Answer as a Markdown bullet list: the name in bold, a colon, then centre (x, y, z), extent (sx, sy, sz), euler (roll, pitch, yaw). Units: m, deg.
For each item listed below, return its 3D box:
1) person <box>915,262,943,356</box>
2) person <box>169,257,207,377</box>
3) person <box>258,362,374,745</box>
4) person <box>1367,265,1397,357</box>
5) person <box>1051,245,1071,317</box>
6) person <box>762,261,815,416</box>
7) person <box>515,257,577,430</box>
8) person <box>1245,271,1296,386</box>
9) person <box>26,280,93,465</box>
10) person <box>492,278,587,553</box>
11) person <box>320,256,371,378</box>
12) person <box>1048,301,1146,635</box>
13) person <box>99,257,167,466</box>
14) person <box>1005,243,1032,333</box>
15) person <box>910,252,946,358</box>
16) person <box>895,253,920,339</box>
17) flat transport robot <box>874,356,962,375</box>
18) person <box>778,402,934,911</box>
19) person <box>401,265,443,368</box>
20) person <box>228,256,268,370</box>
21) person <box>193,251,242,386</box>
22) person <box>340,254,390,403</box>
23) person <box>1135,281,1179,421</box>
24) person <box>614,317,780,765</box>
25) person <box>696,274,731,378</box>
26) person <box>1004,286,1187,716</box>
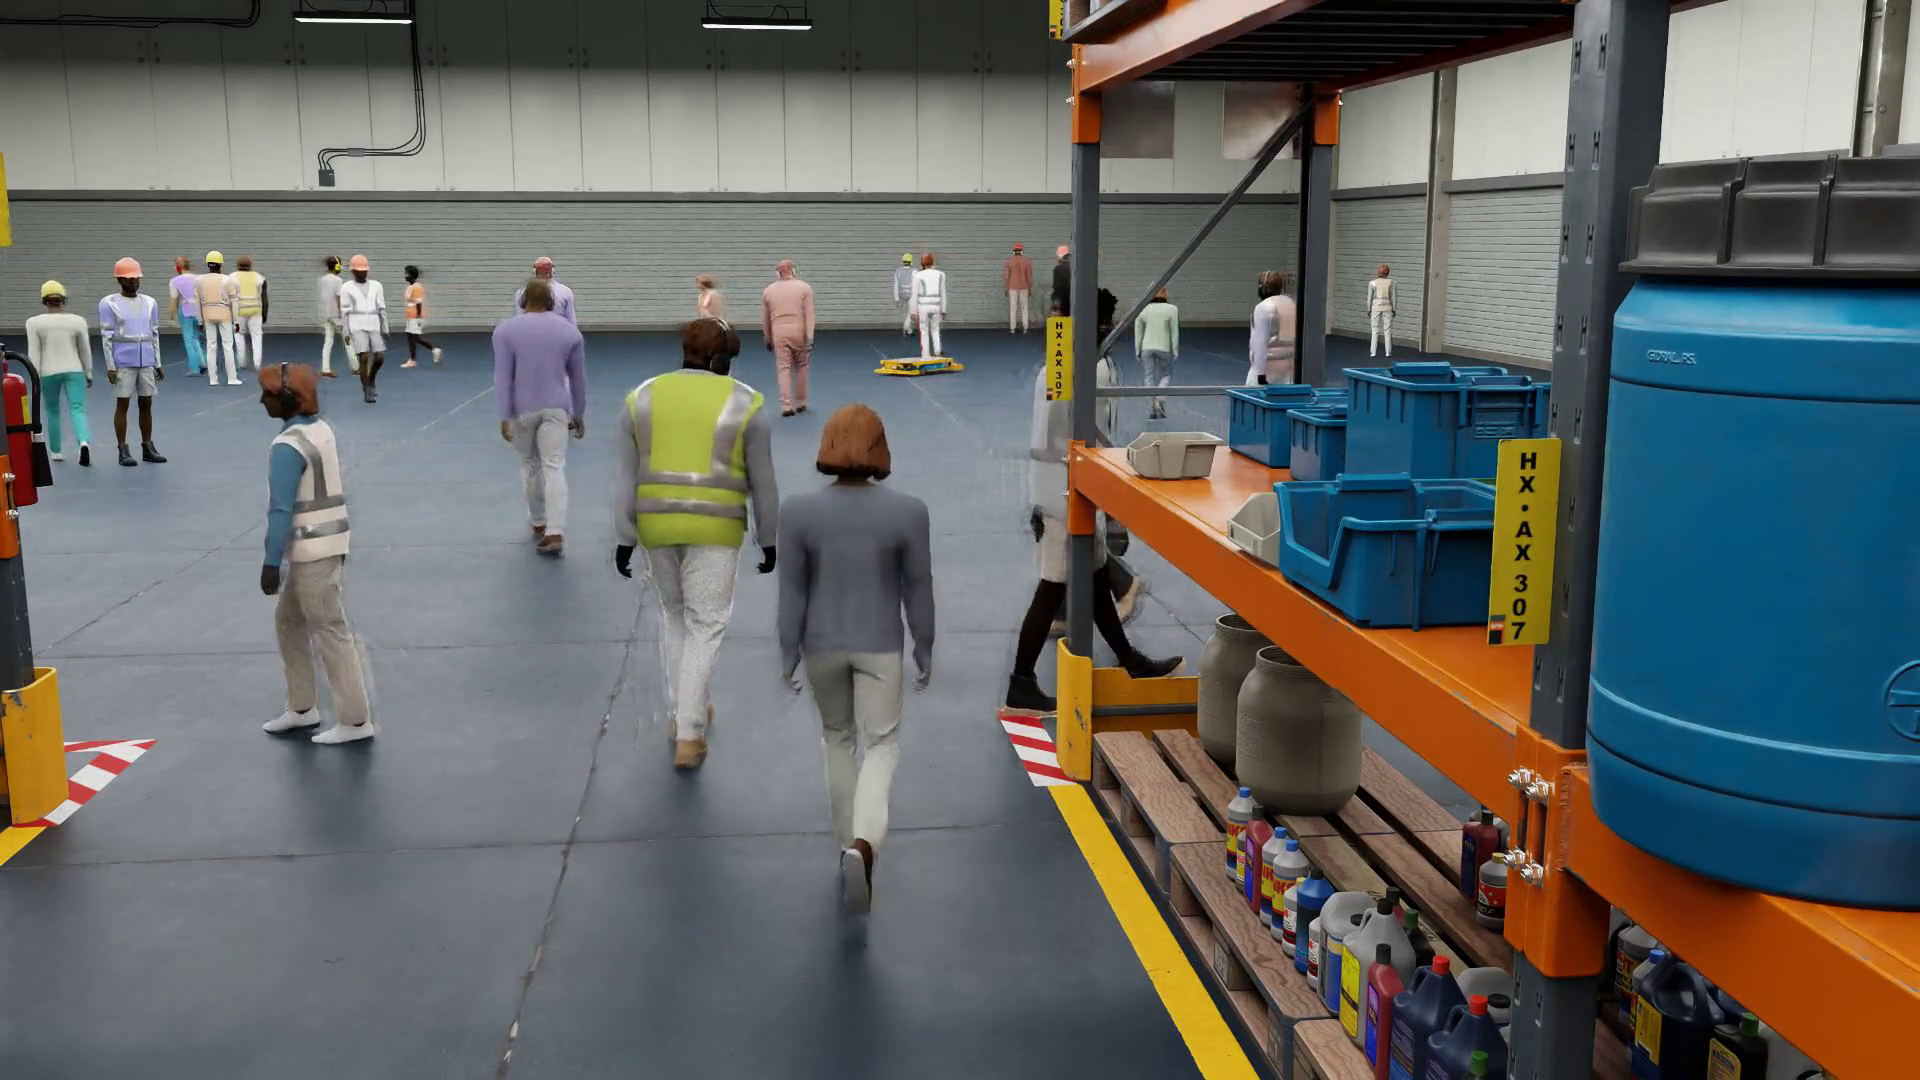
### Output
- **person**: centre (-0.530, -4.074, 29.358), extent (0.546, 1.714, 0.917), euler (-3, 11, -15)
- **person**: centre (-11.720, -3.381, 25.276), extent (0.463, 1.826, 0.612), euler (5, 12, 28)
- **person**: centre (-2.779, 0.070, 6.945), extent (0.627, 1.612, 0.539), euler (-1, 10, -6)
- **person**: centre (7.480, -4.056, 29.501), extent (0.515, 1.641, 0.315), euler (3, 11, 16)
- **person**: centre (1.920, -4.376, 30.327), extent (0.568, 1.982, 0.638), euler (8, 13, 37)
- **person**: centre (-2.057, -2.428, 20.047), extent (0.656, 1.835, 0.962), euler (1, 10, 3)
- **person**: centre (-4.539, -2.153, 18.332), extent (0.641, 1.913, 0.407), euler (-1, 10, -8)
- **person**: centre (2.872, -1.632, 15.780), extent (0.641, 1.806, 0.873), euler (-9, 14, -40)
- **person**: centre (-8.438, -1.570, 15.640), extent (0.532, 1.739, 0.823), euler (-7, 13, -35)
- **person**: centre (-2.866, -0.859, 11.434), extent (0.635, 1.855, 1.104), euler (-3, 11, -18)
- **person**: centre (-9.398, -3.386, 25.296), extent (0.568, 1.838, 0.834), euler (7, 12, 32)
- **person**: centre (0.662, -0.377, 8.825), extent (0.569, 1.829, 0.539), euler (-4, 11, -20)
- **person**: centre (-7.735, -1.669, 15.600), extent (0.377, 1.938, 0.547), euler (7, 13, 35)
- **person**: centre (1.299, -5.591, 36.976), extent (0.611, 1.985, 0.393), euler (0, 10, 0)
- **person**: centre (-0.530, -3.789, 27.377), extent (0.608, 1.876, 0.398), euler (-5, 11, -24)
- **person**: centre (-1.095, -5.143, 35.032), extent (0.586, 1.809, 0.835), euler (4, 11, 22)
- **flat transport robot**: centre (-0.643, -2.731, 25.997), extent (0.652, 0.197, 1.431), euler (7, 13, 35)
- **person**: centre (-0.343, 0.367, 5.353), extent (0.506, 1.610, 0.686), euler (1, 10, 4)
- **person**: centre (-8.823, -3.628, 27.060), extent (0.567, 1.680, 0.537), euler (-7, 12, -32)
- **person**: centre (-11.510, -3.654, 26.833), extent (0.656, 1.809, 0.817), euler (-7, 12, -34)
- **person**: centre (-10.643, -3.170, 23.864), extent (0.590, 1.927, 0.367), euler (-1, 10, -7)
- **person**: centre (-7.675, -2.732, 21.499), extent (0.602, 1.909, 0.454), euler (-8, 13, -36)
- **person**: centre (2.295, -2.200, 19.362), extent (0.530, 1.616, 0.386), euler (3, 11, 15)
- **person**: centre (-1.079, -0.010, 6.893), extent (0.647, 1.797, 0.804), euler (2, 11, 11)
- **person**: centre (-3.631, -2.985, 23.743), extent (0.818, 1.595, 0.520), euler (-5, 12, -27)
- **person**: centre (0.621, -0.170, 7.425), extent (0.968, 1.918, 0.630), euler (-2, 10, -10)
